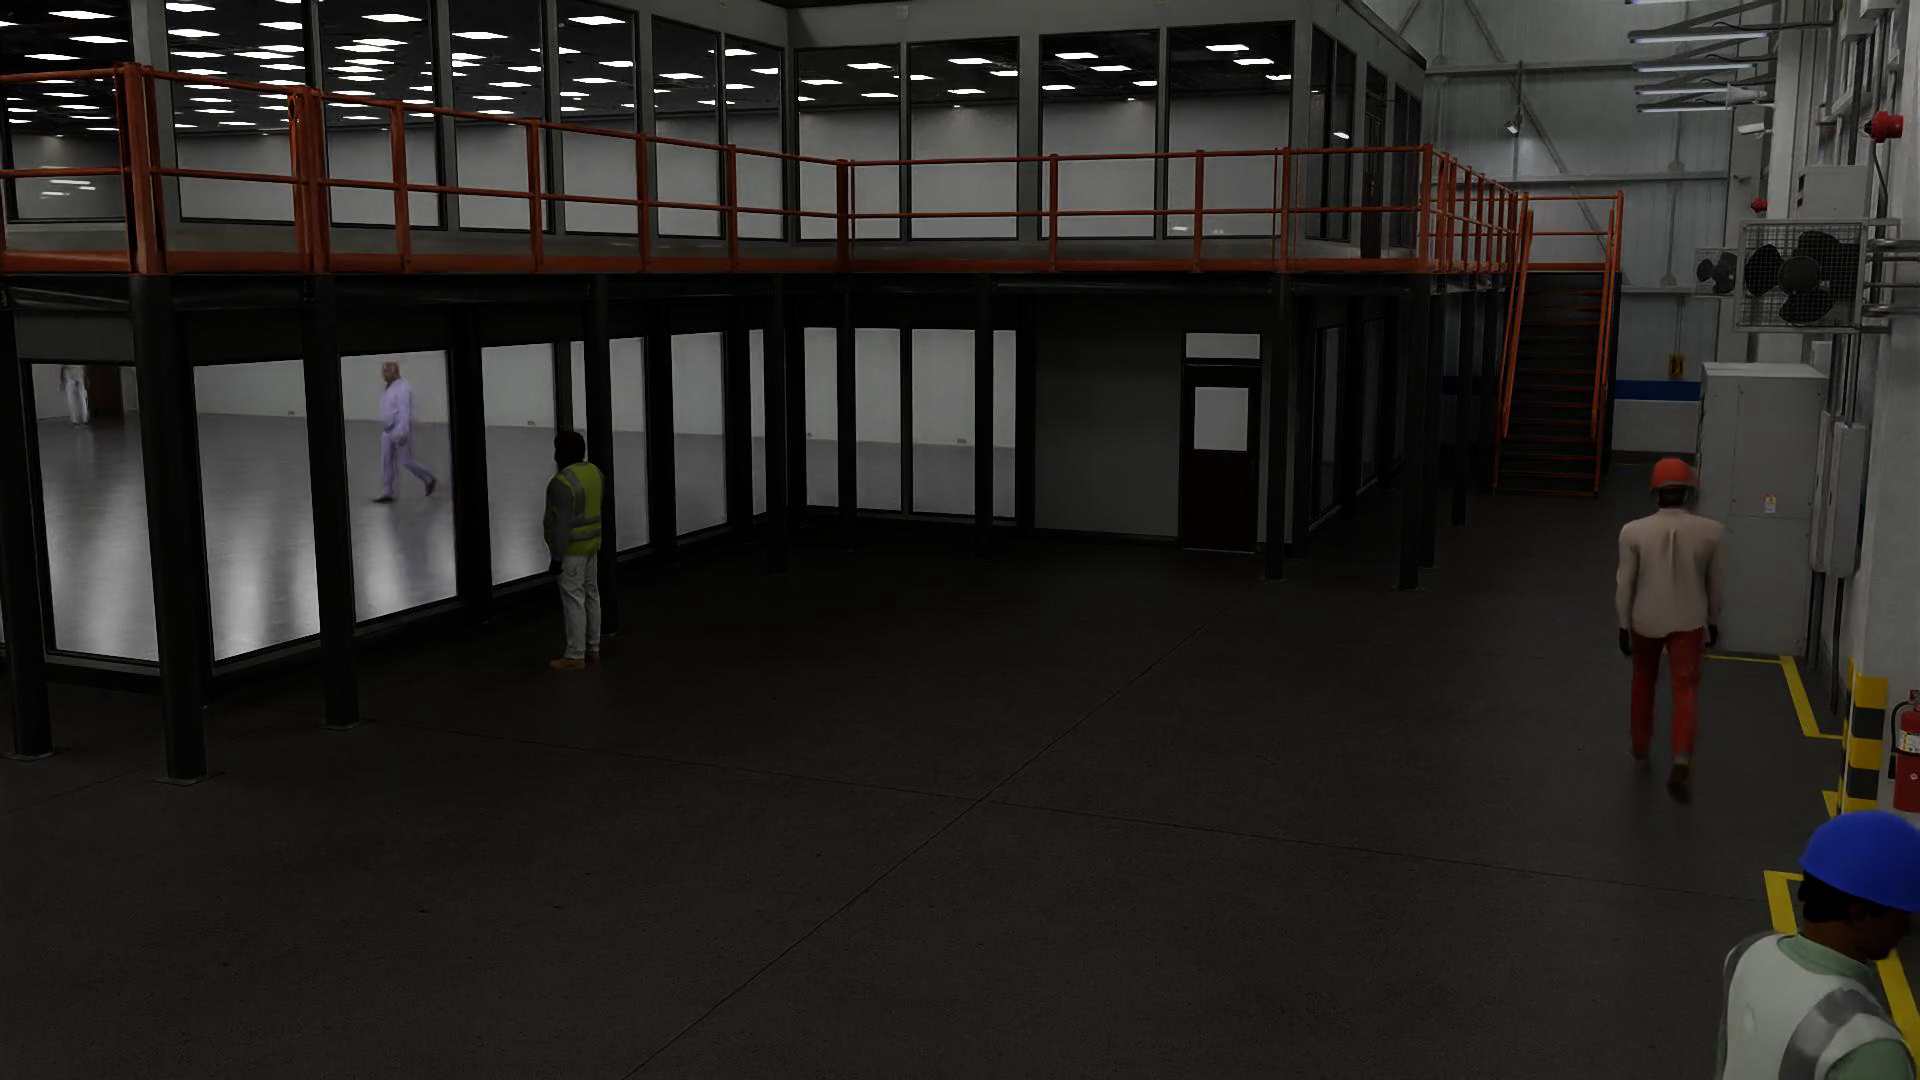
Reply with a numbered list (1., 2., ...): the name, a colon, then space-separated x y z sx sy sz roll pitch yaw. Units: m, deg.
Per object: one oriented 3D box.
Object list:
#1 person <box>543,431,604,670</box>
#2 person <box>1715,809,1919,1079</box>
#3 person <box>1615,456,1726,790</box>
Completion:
1. person: -2.976 0.078 12.785 0.429 1.844 0.627 2 10 14
2. person: 1.838 1.521 3.594 0.414 1.936 0.605 0 9 1
3. person: 4.238 0.483 9.939 0.614 1.962 0.927 3 10 20
